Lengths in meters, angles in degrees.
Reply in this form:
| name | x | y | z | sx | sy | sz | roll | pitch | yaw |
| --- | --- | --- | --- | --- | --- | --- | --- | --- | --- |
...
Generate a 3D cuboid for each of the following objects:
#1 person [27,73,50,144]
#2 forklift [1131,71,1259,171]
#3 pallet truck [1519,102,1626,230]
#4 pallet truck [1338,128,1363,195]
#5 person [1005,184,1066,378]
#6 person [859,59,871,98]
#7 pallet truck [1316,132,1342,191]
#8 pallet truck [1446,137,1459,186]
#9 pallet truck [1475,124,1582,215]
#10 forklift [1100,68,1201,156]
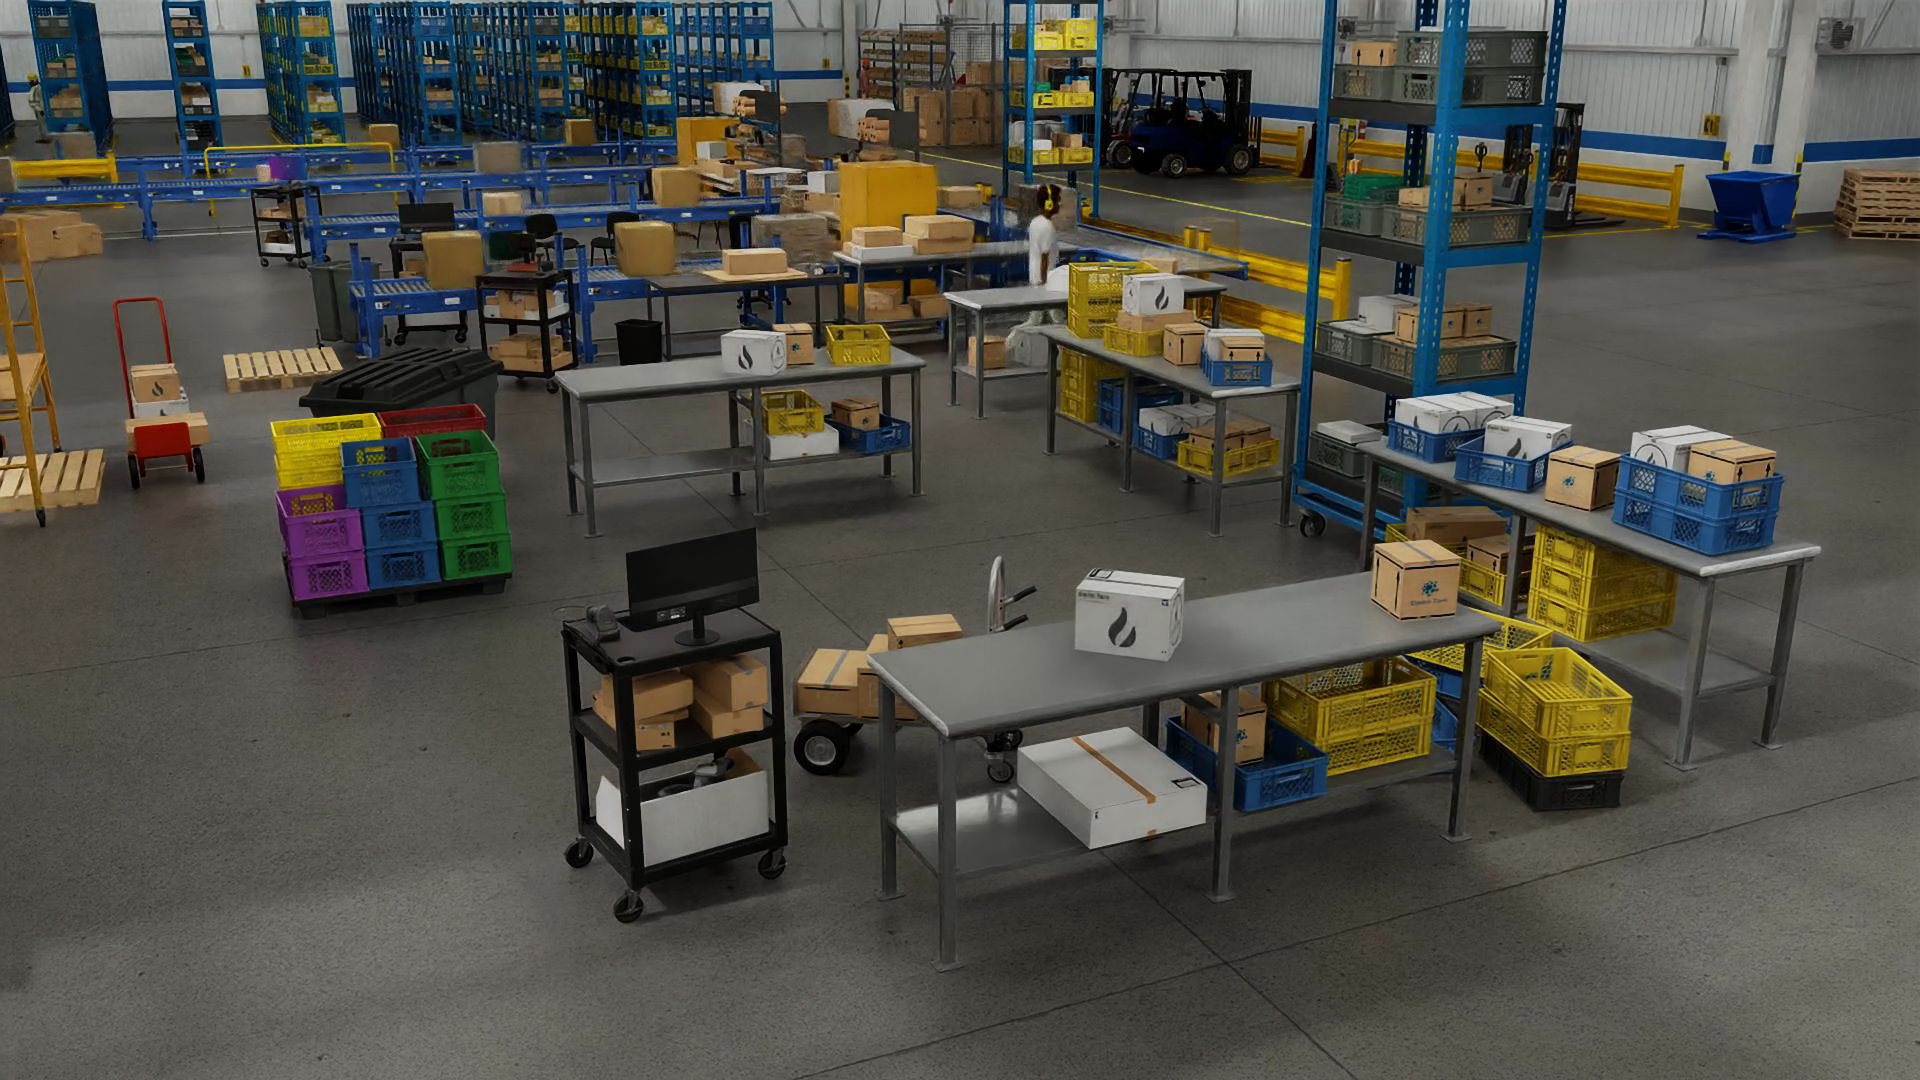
| name | x | y | z | sx | sy | sz | roll | pitch | yaw |
| --- | --- | --- | --- | --- | --- | --- | --- | --- | --- |
| person | -24.402 | -11.421 | 44.030 | 0.586 | 1.823 | 0.403 | 16 | 24 | 42 |
| forklift | 4.998 | -8.936 | 35.413 | 2.680 | 1.987 | 1.157 | -9 | 20 | -25 |
| pallet truck | 9.972 | -6.037 | 26.785 | 1.885 | 1.965 | 0.823 | -9 | 20 | -25 |
| pallet truck | 7.845 | -7.140 | 31.411 | 1.522 | 1.261 | 0.704 | -9 | 20 | -25 |
| person | 0.718 | -2.420 | 15.661 | 0.846 | 1.845 | 0.526 | -4 | 18 | -12 |
| person | -2.879 | -13.607 | 50.635 | 0.395 | 1.993 | 0.616 | -5 | 18 | -14 |
| pallet truck | 7.723 | -7.504 | 32.656 | 1.601 | 1.201 | 0.680 | -8 | 19 | -23 |
| pallet truck | 9.184 | -6.485 | 29.328 | 1.630 | 1.274 | 0.653 | -8 | 19 | -23 |
| pallet truck | 9.707 | -6.455 | 28.103 | 1.885 | 1.965 | 0.823 | -7 | 19 | -20 |
| forklift | 4.082 | -9.564 | 37.410 | 2.680 | 1.987 | 1.157 | -8 | 19 | -23 |
